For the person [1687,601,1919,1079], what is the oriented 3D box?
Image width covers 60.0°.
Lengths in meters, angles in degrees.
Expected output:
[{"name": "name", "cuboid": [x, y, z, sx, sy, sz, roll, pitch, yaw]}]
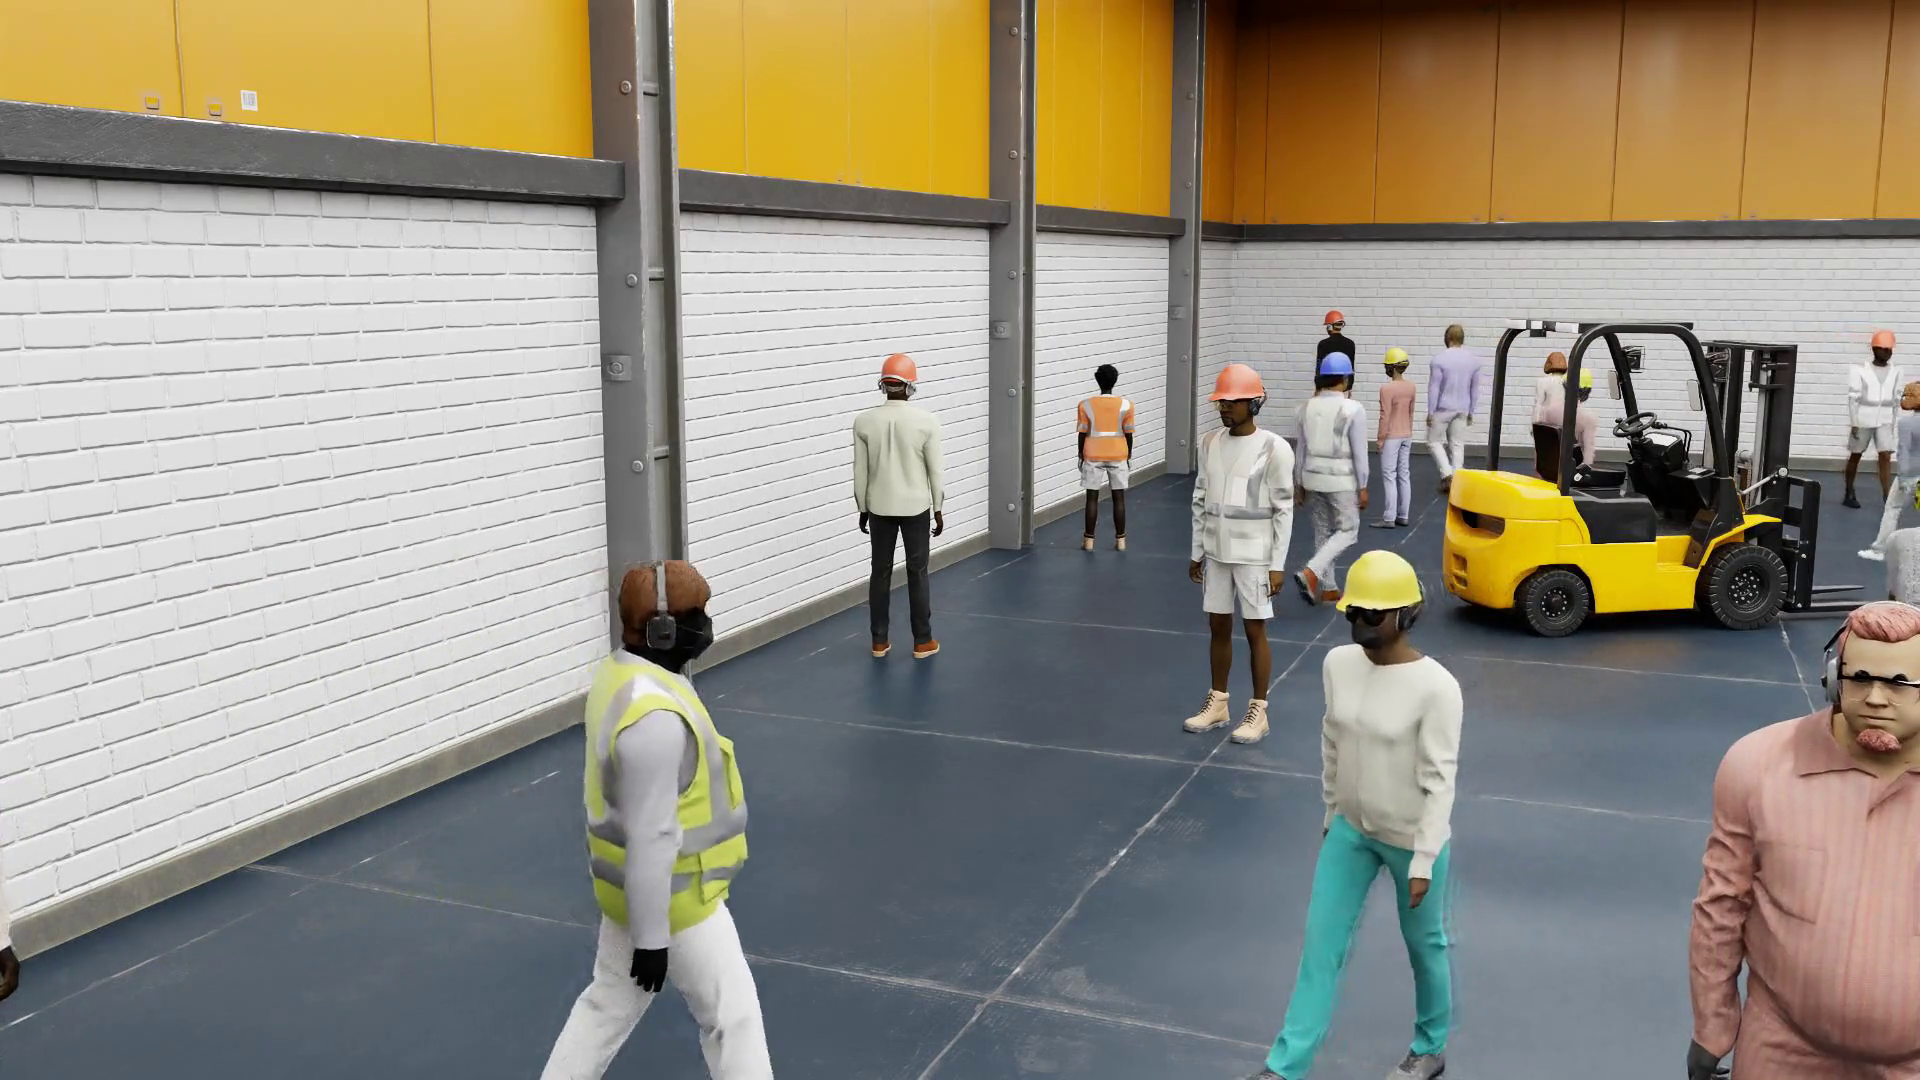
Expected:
[{"name": "person", "cuboid": [1.840, 1.060, 3.426, 0.652, 1.906, 0.402, 5, 11, 29]}]

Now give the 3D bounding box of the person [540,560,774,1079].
[{"name": "person", "cuboid": [-0.831, 0.936, 4.521, 0.927, 1.802, 0.634, -3, 10, -19]}]

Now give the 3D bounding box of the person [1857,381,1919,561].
[{"name": "person", "cuboid": [8.170, -0.554, 14.171, 0.510, 1.591, 0.865, -2, 10, -15]}]

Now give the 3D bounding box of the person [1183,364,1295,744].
[{"name": "person", "cuboid": [1.487, 0.074, 8.986, 0.614, 2.042, 0.373, 9, 13, 44]}]

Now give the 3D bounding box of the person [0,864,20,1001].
[{"name": "person", "cuboid": [-2.740, 0.966, 4.120, 0.621, 1.869, 1.003, -8, 12, -41]}]

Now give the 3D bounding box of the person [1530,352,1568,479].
[{"name": "person", "cuboid": [6.509, -1.245, 18.240, 0.503, 1.627, 0.270, -2, 10, -11]}]

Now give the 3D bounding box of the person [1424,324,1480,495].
[{"name": "person", "cuboid": [5.455, -1.440, 18.516, 0.657, 1.922, 0.439, -3, 10, -18]}]

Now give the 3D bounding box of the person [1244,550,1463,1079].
[{"name": "person", "cuboid": [1.214, 0.891, 4.983, 0.867, 1.720, 0.544, -7, 12, -37]}]

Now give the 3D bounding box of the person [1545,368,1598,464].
[{"name": "person", "cuboid": [5.080, -0.581, 13.917, 0.898, 1.726, 0.523, -7, 12, -36]}]

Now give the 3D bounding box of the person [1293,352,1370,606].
[{"name": "person", "cuboid": [2.719, -0.427, 12.357, 0.657, 1.931, 0.616, -7, 12, -37]}]

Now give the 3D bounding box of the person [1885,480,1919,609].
[{"name": "person", "cuboid": [3.949, 0.565, 6.743, 1.007, 1.803, 0.532, -8, 13, -42]}]

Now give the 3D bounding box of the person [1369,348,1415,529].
[{"name": "person", "cuboid": [4.234, -0.990, 16.271, 0.533, 1.768, 0.311, -8, 12, -40]}]

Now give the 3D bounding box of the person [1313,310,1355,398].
[{"name": "person", "cuboid": [4.842, -1.976, 21.583, 0.617, 1.990, 0.402, -5, 11, -29]}]

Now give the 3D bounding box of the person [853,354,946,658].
[{"name": "person", "cuboid": [-0.393, -0.215, 10.884, 0.612, 1.995, 0.376, 2, 10, 10]}]

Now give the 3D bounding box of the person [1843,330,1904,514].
[{"name": "person", "cuboid": [9.508, -1.220, 17.288, 0.545, 1.891, 1.006, 1, 9, 9]}]

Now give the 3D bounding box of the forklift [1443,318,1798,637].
[{"name": "forklift", "cuboid": [4.706, -0.497, 11.990, 2.313, 2.155, 1.214, -2, 10, -10]}]

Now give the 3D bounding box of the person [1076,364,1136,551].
[{"name": "person", "cuboid": [1.311, -0.734, 14.957, 0.531, 1.689, 0.321, 0, 9, 0]}]
